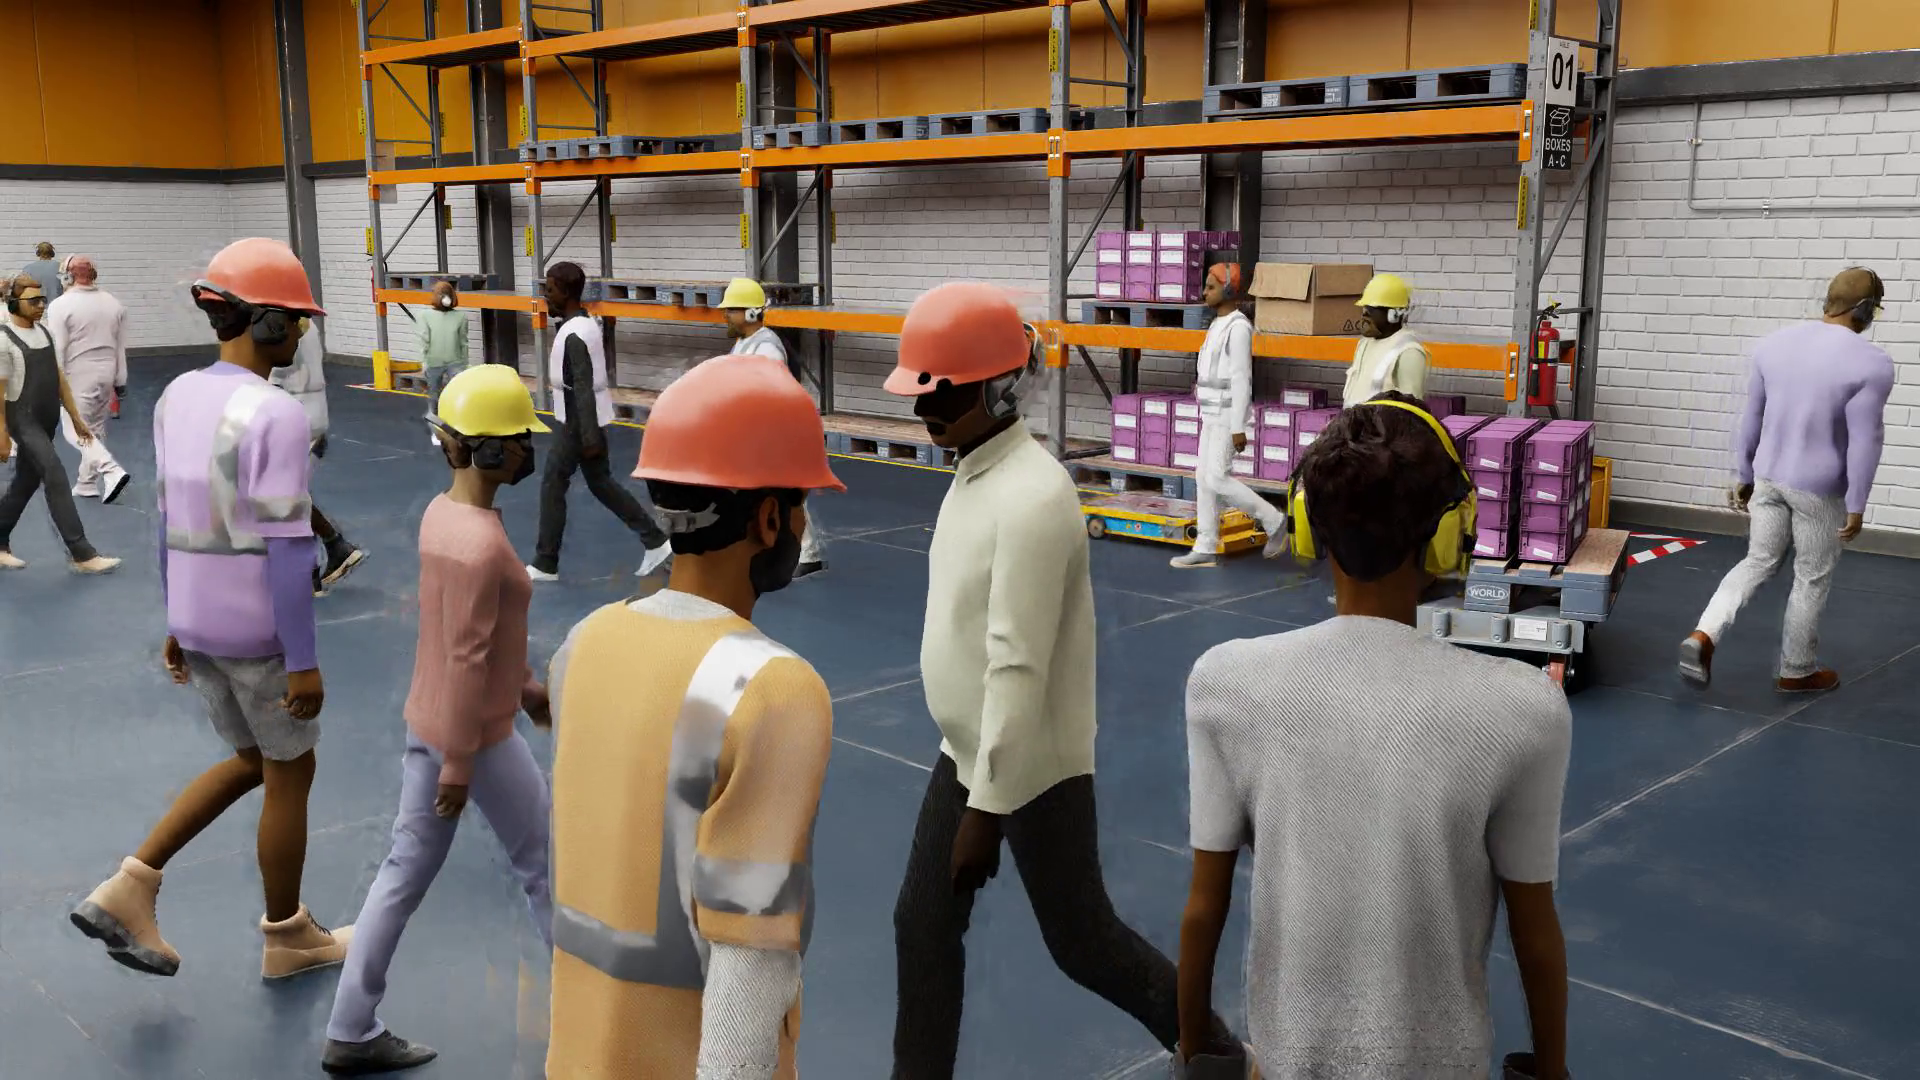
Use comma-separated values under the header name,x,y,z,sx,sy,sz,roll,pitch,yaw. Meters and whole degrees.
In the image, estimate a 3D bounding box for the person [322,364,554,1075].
name,x,y,z,sx,sy,sz,roll,pitch,yaw
person,-1.152,0.441,4.011,0.896,1.721,0.534,-6,12,-29

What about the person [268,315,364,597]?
name,x,y,z,sx,sy,sz,roll,pitch,yaw
person,-3.710,-0.620,9.199,0.472,1.943,0.602,-2,11,-9

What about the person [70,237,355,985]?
name,x,y,z,sx,sy,sz,roll,pitch,yaw
person,-1.940,0.228,4.358,0.621,2.019,0.681,9,14,40

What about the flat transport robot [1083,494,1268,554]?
name,x,y,z,sx,sy,sz,roll,pitch,yaw
flat transport robot,1.351,-0.130,11.084,1.431,0.197,0.652,10,14,42

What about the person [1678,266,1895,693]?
name,x,y,z,sx,sy,sz,roll,pitch,yaw
person,3.570,-0.212,7.137,0.771,1.903,0.679,-5,12,-27

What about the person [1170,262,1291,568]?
name,x,y,z,sx,sy,sz,roll,pitch,yaw
person,1.658,-0.735,10.040,0.666,1.865,0.582,0,10,-2

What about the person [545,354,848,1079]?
name,x,y,z,sx,sy,sz,roll,pitch,yaw
person,-0.372,0.692,2.246,0.563,1.866,1.080,10,14,42

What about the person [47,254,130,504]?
name,x,y,z,sx,sy,sz,roll,pitch,yaw
person,-6.626,-1.221,12.635,0.805,1.885,0.663,4,11,19

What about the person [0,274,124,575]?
name,x,y,z,sx,sy,sz,roll,pitch,yaw
person,-5.557,-0.683,9.944,0.958,1.807,0.531,0,10,2

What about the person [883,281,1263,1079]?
name,x,y,z,sx,sy,sz,roll,pitch,yaw
person,0.192,0.436,3.463,0.992,1.945,0.616,-3,11,-17

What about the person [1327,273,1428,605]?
name,x,y,z,sx,sy,sz,roll,pitch,yaw
person,2.339,-0.543,9.108,0.591,1.820,0.607,-2,11,-11

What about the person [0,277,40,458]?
name,x,y,z,sx,sy,sz,roll,pitch,yaw
person,-8.611,-1.568,15.185,0.309,1.641,0.514,5,12,25

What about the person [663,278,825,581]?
name,x,y,z,sx,sy,sz,roll,pitch,yaw
person,-1.219,-0.609,9.597,0.953,1.779,0.603,-5,12,-27

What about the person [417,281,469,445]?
name,x,y,z,sx,sy,sz,roll,pitch,yaw
person,-4.908,-1.662,15.854,0.502,1.587,0.871,-6,12,-29

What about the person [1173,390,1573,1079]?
name,x,y,z,sx,sy,sz,roll,pitch,yaw
person,0.531,0.723,2.199,0.522,1.836,0.928,7,12,32

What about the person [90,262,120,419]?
name,x,y,z,sx,sy,sz,roll,pitch,yaw
person,-9.495,-2.184,18.211,0.316,1.765,0.523,9,14,42

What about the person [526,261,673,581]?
name,x,y,z,sx,sy,sz,roll,pitch,yaw
person,-2.170,-0.685,9.730,0.957,1.887,0.586,-1,10,-5

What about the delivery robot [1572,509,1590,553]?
name,x,y,z,sx,sy,sz,roll,pitch,yaw
delivery robot,3.394,-0.124,10.019,0.477,0.478,0.707,-10,14,-43

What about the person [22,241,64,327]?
name,x,y,z,sx,sy,sz,roll,pitch,yaw
person,-12.750,-3.211,23.331,0.635,1.937,0.353,-8,13,-36
